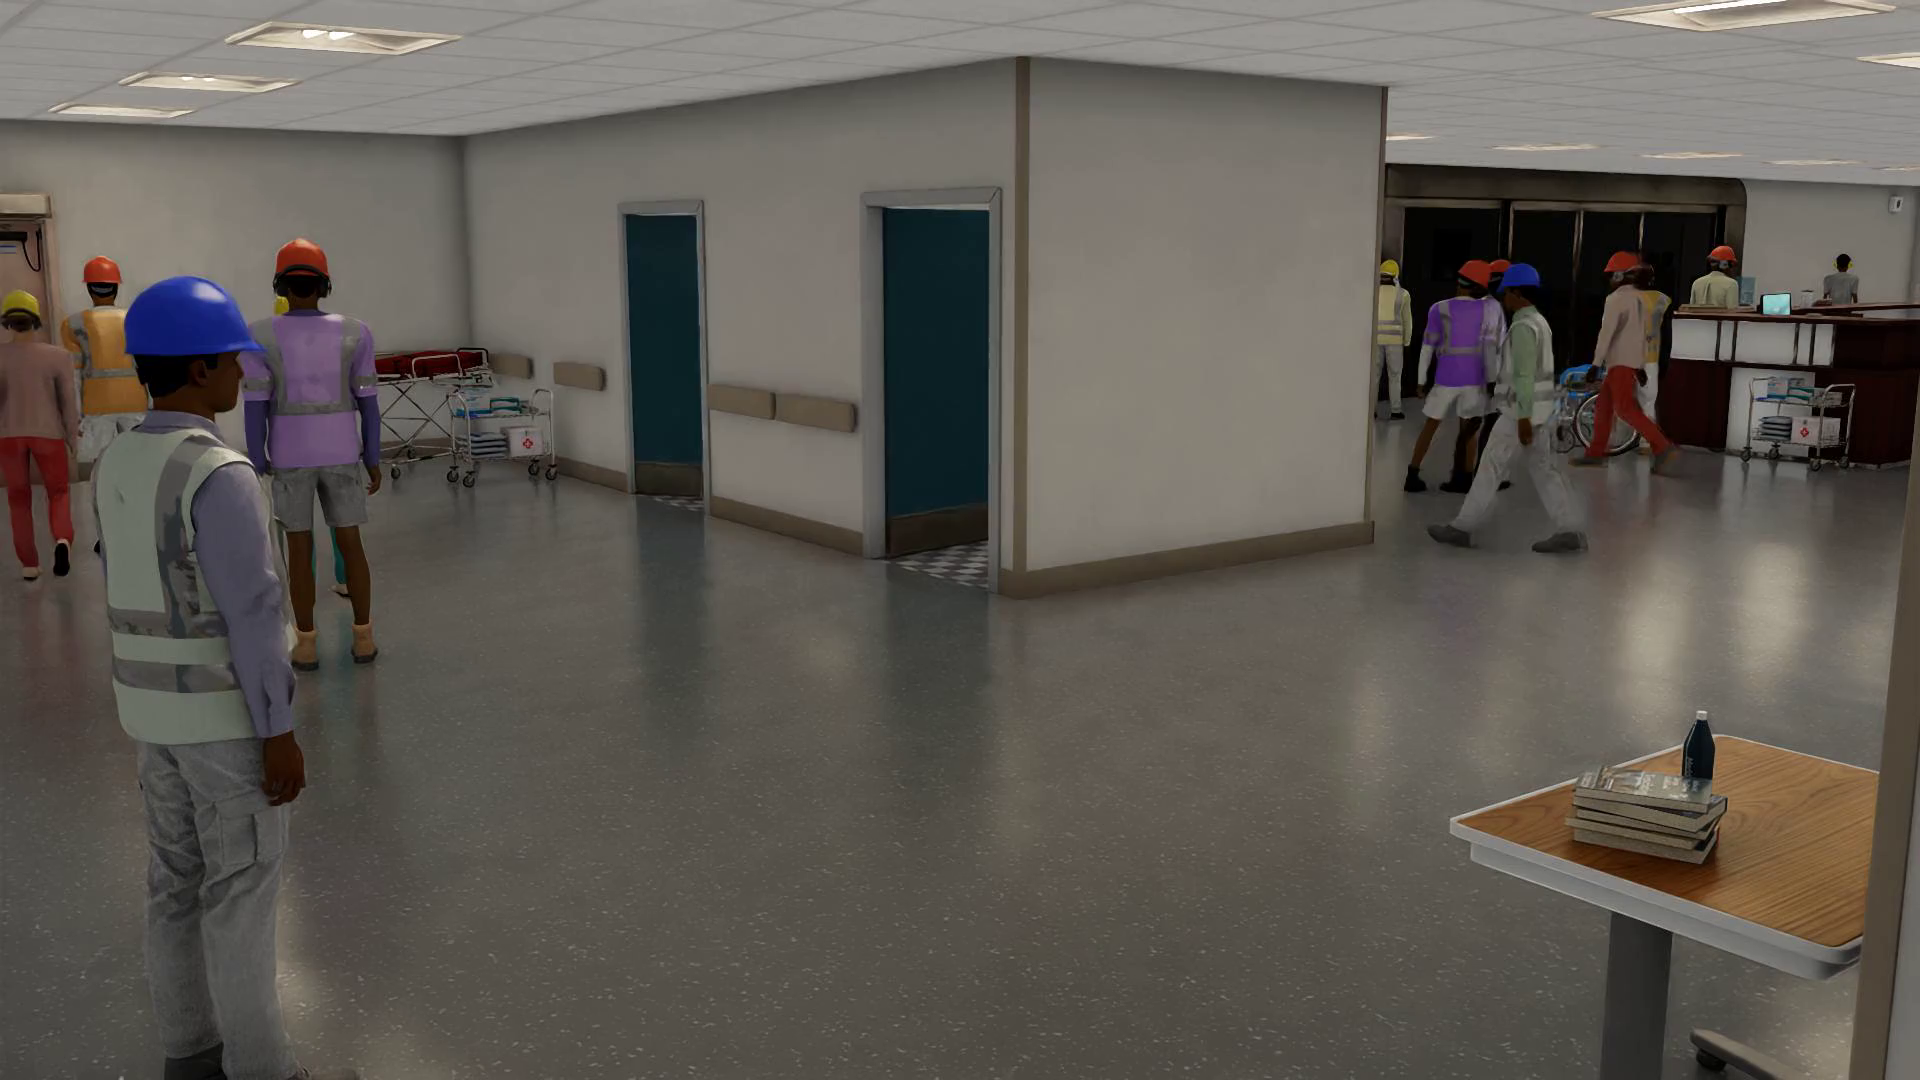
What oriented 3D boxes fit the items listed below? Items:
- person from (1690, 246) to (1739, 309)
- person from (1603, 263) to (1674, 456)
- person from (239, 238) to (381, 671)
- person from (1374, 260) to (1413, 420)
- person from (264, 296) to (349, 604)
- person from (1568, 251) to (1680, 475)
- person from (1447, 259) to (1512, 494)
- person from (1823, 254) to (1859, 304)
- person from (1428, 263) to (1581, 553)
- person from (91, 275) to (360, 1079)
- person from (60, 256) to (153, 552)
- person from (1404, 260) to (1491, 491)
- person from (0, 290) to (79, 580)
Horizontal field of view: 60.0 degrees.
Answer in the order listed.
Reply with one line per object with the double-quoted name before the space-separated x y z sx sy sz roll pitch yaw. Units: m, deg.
"person" 8.627 -2.358 19.025 0.391 1.990 0.623 -5 11 -27
"person" 6.461 -1.718 15.901 0.626 1.837 0.429 4 11 23
"person" -3.084 -0.403 7.935 0.614 2.041 0.393 -6 12 -30
"person" 4.890 -2.287 19.072 0.588 1.835 0.403 5 11 27
"person" -3.680 -0.518 9.372 0.324 1.763 0.532 9 13 40
"person" 5.929 -1.562 14.687 0.967 1.959 0.608 9 13 40
"person" 4.236 -1.320 13.497 0.435 1.889 0.598 4 11 23
"person" 13.338 -3.399 25.225 0.508 1.865 0.328 6 12 31
"person" 3.661 -0.856 10.911 0.978 1.890 0.615 6 12 30
"person" -1.707 0.383 3.793 0.605 1.949 0.382 8 13 37
"person" -5.525 -0.873 10.859 0.544 1.939 0.354 -6 12 -32
"person" 3.974 -1.307 13.443 0.653 1.891 0.493 1 10 4
"person" -5.532 -0.603 9.885 0.534 1.753 0.539 -4 11 -23
